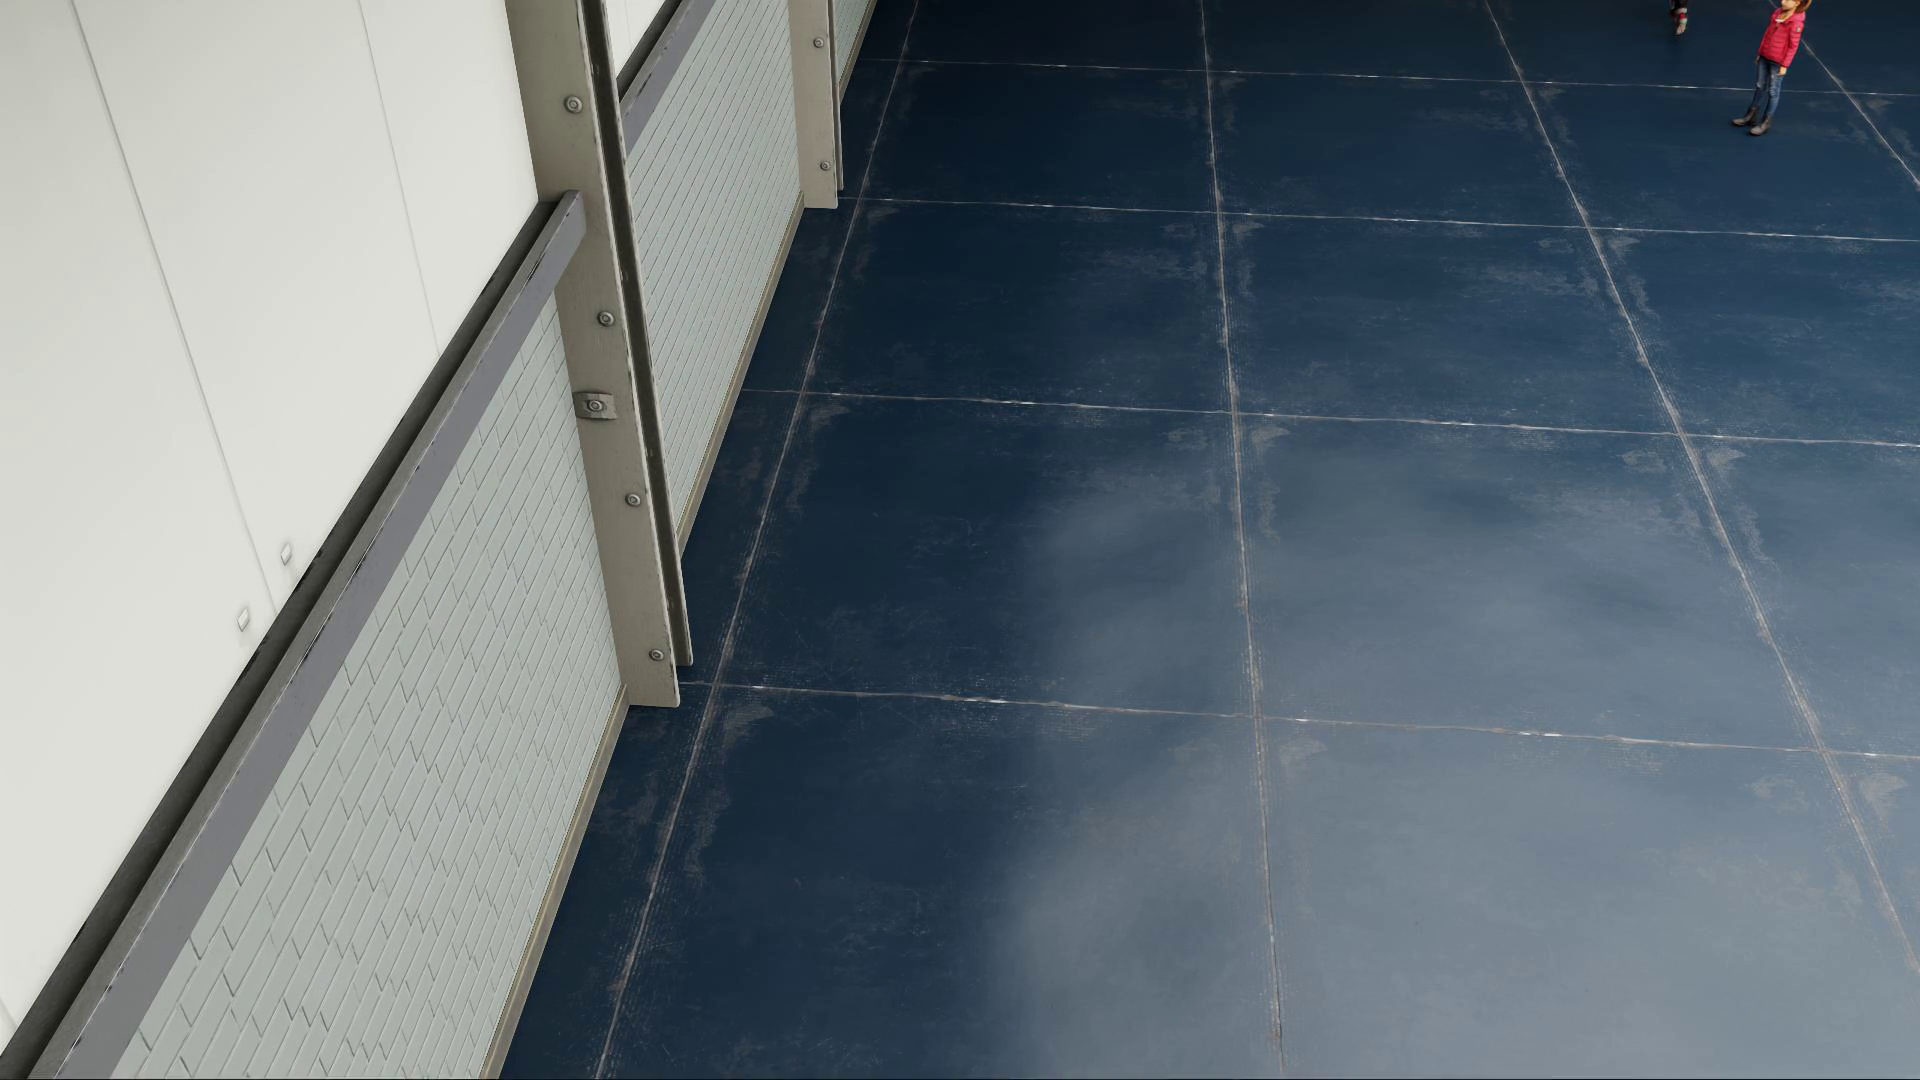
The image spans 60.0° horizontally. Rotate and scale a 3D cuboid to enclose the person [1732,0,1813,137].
[{"bbox_3d":[7.203,-4.245,14.672,0.637,1.317,0.533,-11,39,-14],"label":"person"}]
